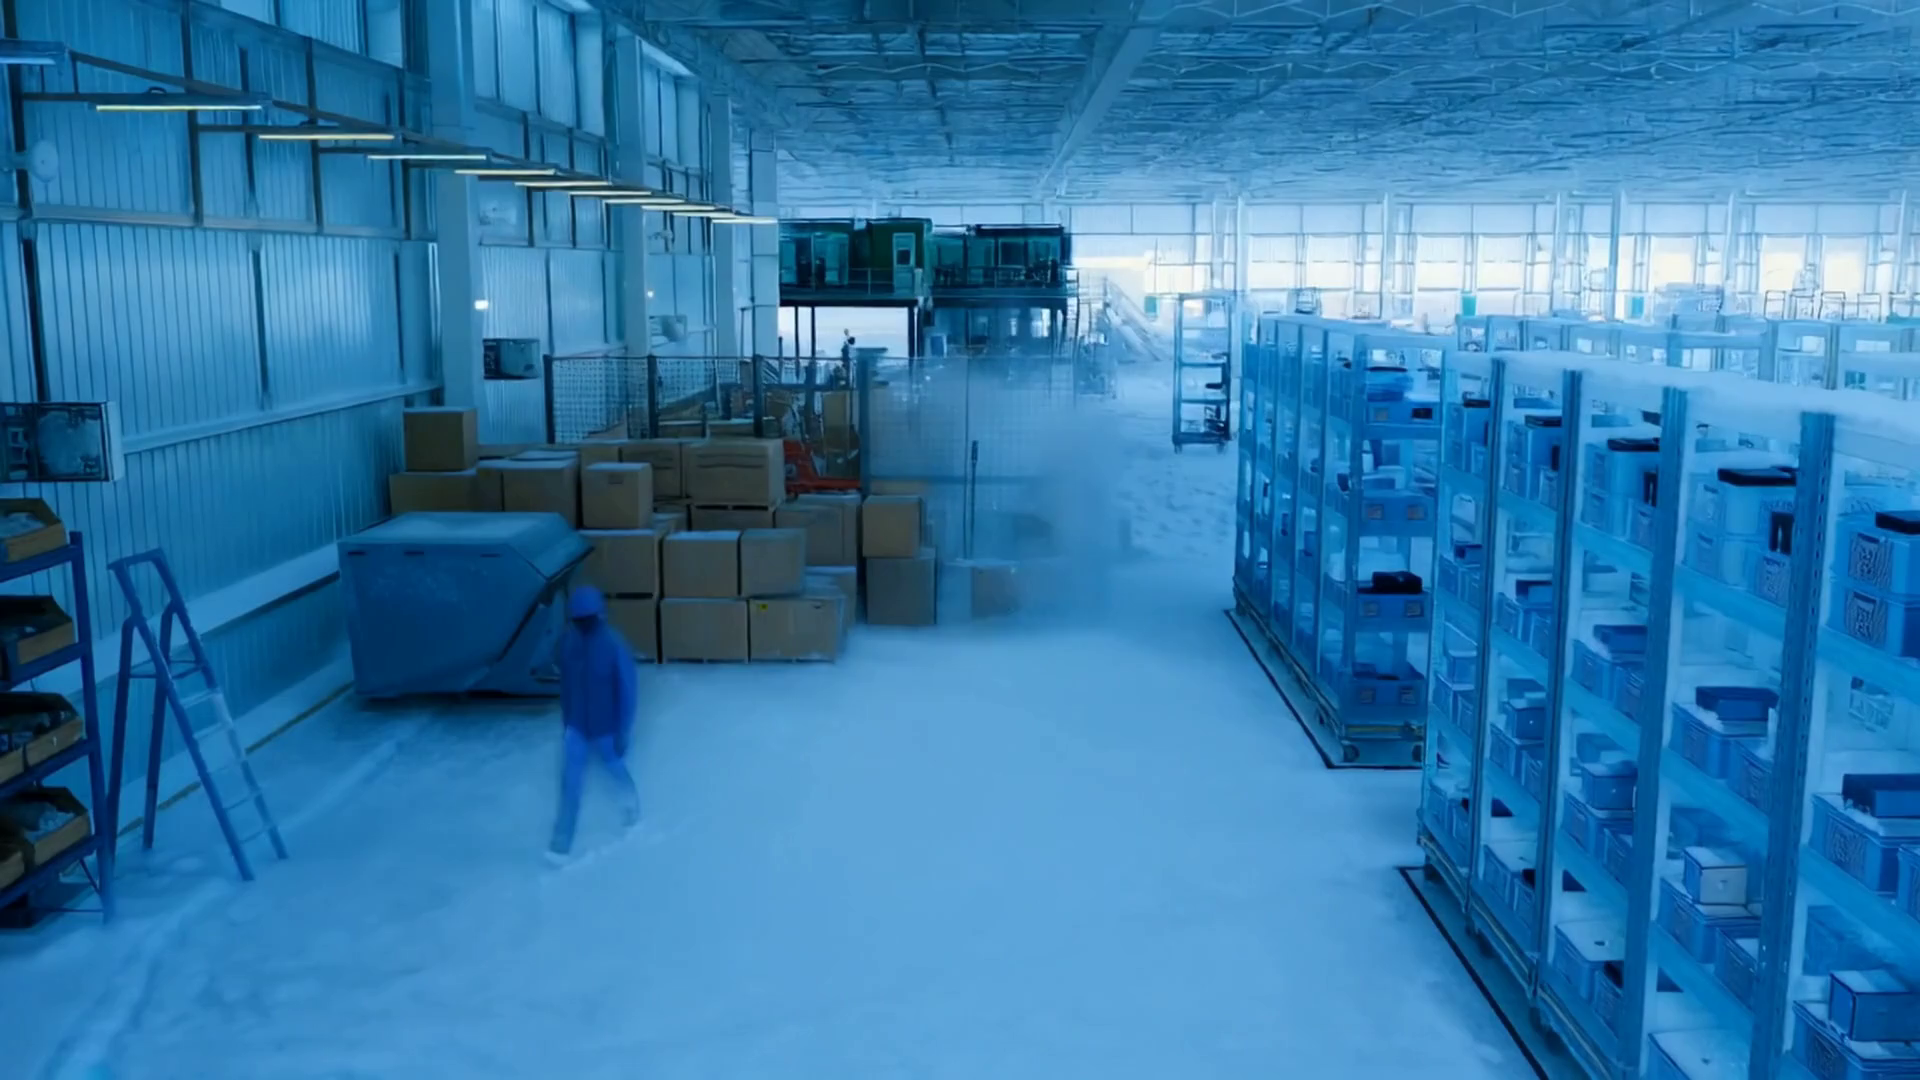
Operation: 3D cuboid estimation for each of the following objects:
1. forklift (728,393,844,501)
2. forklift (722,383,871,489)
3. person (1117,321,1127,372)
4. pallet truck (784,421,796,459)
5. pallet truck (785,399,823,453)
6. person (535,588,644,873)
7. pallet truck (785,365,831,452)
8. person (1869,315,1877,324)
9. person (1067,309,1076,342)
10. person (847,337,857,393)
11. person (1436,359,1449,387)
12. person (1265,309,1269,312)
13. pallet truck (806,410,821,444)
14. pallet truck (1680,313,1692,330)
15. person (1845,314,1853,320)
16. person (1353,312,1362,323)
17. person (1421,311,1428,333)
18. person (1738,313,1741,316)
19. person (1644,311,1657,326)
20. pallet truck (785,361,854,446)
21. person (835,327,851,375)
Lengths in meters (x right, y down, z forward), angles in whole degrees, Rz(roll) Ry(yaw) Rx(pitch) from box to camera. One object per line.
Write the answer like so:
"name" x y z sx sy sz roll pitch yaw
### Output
"forklift" -2.979 -1.316 26.476 2.680 1.987 1.157 0 9 1
"forklift" -2.893 -1.687 28.729 2.680 1.987 1.157 0 9 -1
"person" 6.616 -7.877 67.749 0.402 2.036 0.609 0 9 3
"pallet truck" -4.013 -1.793 32.705 1.601 1.201 0.680 0 9 1
"pallet truck" -3.814 -2.432 36.419 1.630 1.274 0.653 0 9 1
"person" -2.552 1.276 11.606 0.632 1.939 1.016 4 10 21
"pallet truck" -3.774 -2.976 37.635 1.885 1.965 0.823 1 9 5
"person" 49.136 -11.262 89.553 0.322 1.738 0.488 0 9 3
"person" 6.396 -12.378 96.014 0.562 1.885 1.013 -4 10 -25
"person" -3.612 -5.861 55.782 0.356 1.883 0.575 0 9 3
"person" 14.773 -4.987 50.833 0.523 1.740 0.724 9 13 44
"person" 16.984 -11.716 91.646 0.626 1.969 0.769 -1 9 -8
"pallet truck" -3.559 -2.018 33.905 1.522 1.261 0.704 0 9 -1
"pallet truck" 36.315 -10.531 84.244 0.823 1.965 1.885 -6 11 -33
"person" 47.907 -11.304 89.669 1.010 1.780 0.527 -9 13 -44
"person" 22.482 -11.967 93.709 0.645 1.791 0.992 -9 13 -44
"person" 25.537 -11.602 91.252 1.010 1.884 0.606 4 10 25
"person" 40.986 -11.009 87.607 0.329 1.863 0.513 0 9 3
"person" 36.495 -11.097 87.887 0.650 1.943 0.917 3 10 15
"pallet truck" -3.410 -3.193 38.978 1.885 1.965 0.823 0 9 -1
"person" -4.462 -7.379 65.143 0.993 1.887 0.559 -2 9 -14
